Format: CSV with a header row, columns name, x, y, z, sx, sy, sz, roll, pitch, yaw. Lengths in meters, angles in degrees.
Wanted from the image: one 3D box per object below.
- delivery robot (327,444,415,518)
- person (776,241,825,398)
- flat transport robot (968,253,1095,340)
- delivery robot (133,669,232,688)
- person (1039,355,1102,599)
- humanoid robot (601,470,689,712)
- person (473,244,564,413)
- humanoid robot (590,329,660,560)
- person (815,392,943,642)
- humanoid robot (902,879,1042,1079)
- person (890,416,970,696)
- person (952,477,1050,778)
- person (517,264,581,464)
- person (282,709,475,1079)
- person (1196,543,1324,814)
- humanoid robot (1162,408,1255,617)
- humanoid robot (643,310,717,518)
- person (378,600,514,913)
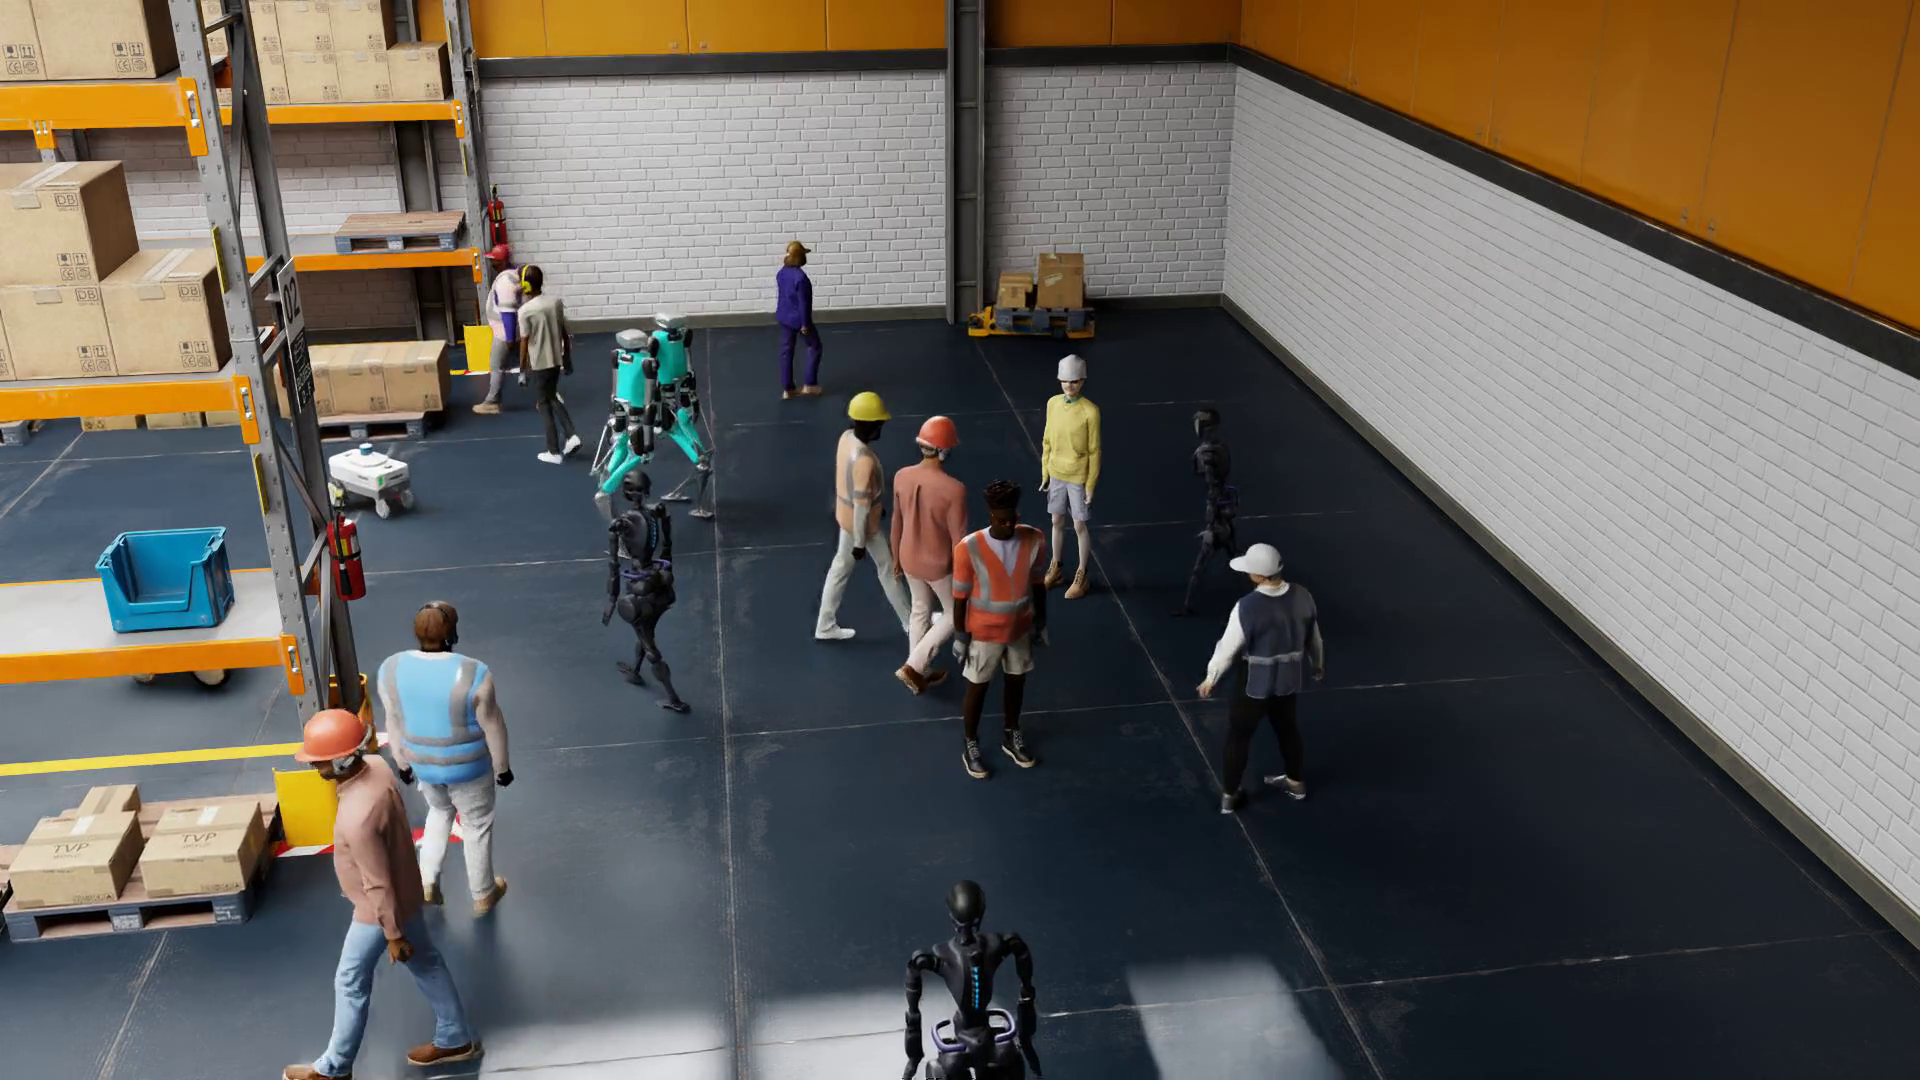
name,x,y,z,sx,sy,sz,roll,pitch,yaw
delivery robot,-5.077,-0.531,14.267,0.784,0.607,0.499,15,28,30
person,-1.596,-2.229,16.798,0.549,1.601,0.487,-20,31,-38
flat transport robot,0.830,-2.504,19.100,1.431,0.231,0.659,2,24,4
delivery robot,-5.322,0.686,11.482,0.798,0.597,0.499,0,24,0
person,0.826,-0.483,12.480,0.486,1.892,0.375,16,28,33
humanoid robot,-2.120,0.316,10.976,0.766,1.629,0.587,16,28,32
person,-4.381,-2.066,16.309,0.884,1.713,0.625,2,24,4
humanoid robot,-2.778,-0.733,13.243,0.584,1.773,0.881,20,31,38
person,-0.631,-0.156,11.751,0.955,1.881,0.589,-9,25,-20
humanoid robot,0.059,2.116,6.820,0.596,1.643,0.368,-6,24,-14
person,-0.218,0.153,10.921,0.672,1.974,0.577,20,30,37
person,0.244,0.529,10.106,0.615,1.956,0.381,-11,26,-23
person,-3.760,-1.579,15.026,0.383,1.851,0.537,14,28,30
person,-2.764,1.639,7.577,0.939,1.953,0.617,-3,24,-6
person,1.805,0.818,9.720,0.788,1.730,0.453,-9,25,-19
humanoid robot,1.907,-0.182,12.130,0.756,1.614,0.612,5,24,12
humanoid robot,-2.228,-1.019,13.920,0.866,1.774,0.543,14,27,29
person,-2.681,1.177,8.782,0.639,1.833,0.444,5,24,11
